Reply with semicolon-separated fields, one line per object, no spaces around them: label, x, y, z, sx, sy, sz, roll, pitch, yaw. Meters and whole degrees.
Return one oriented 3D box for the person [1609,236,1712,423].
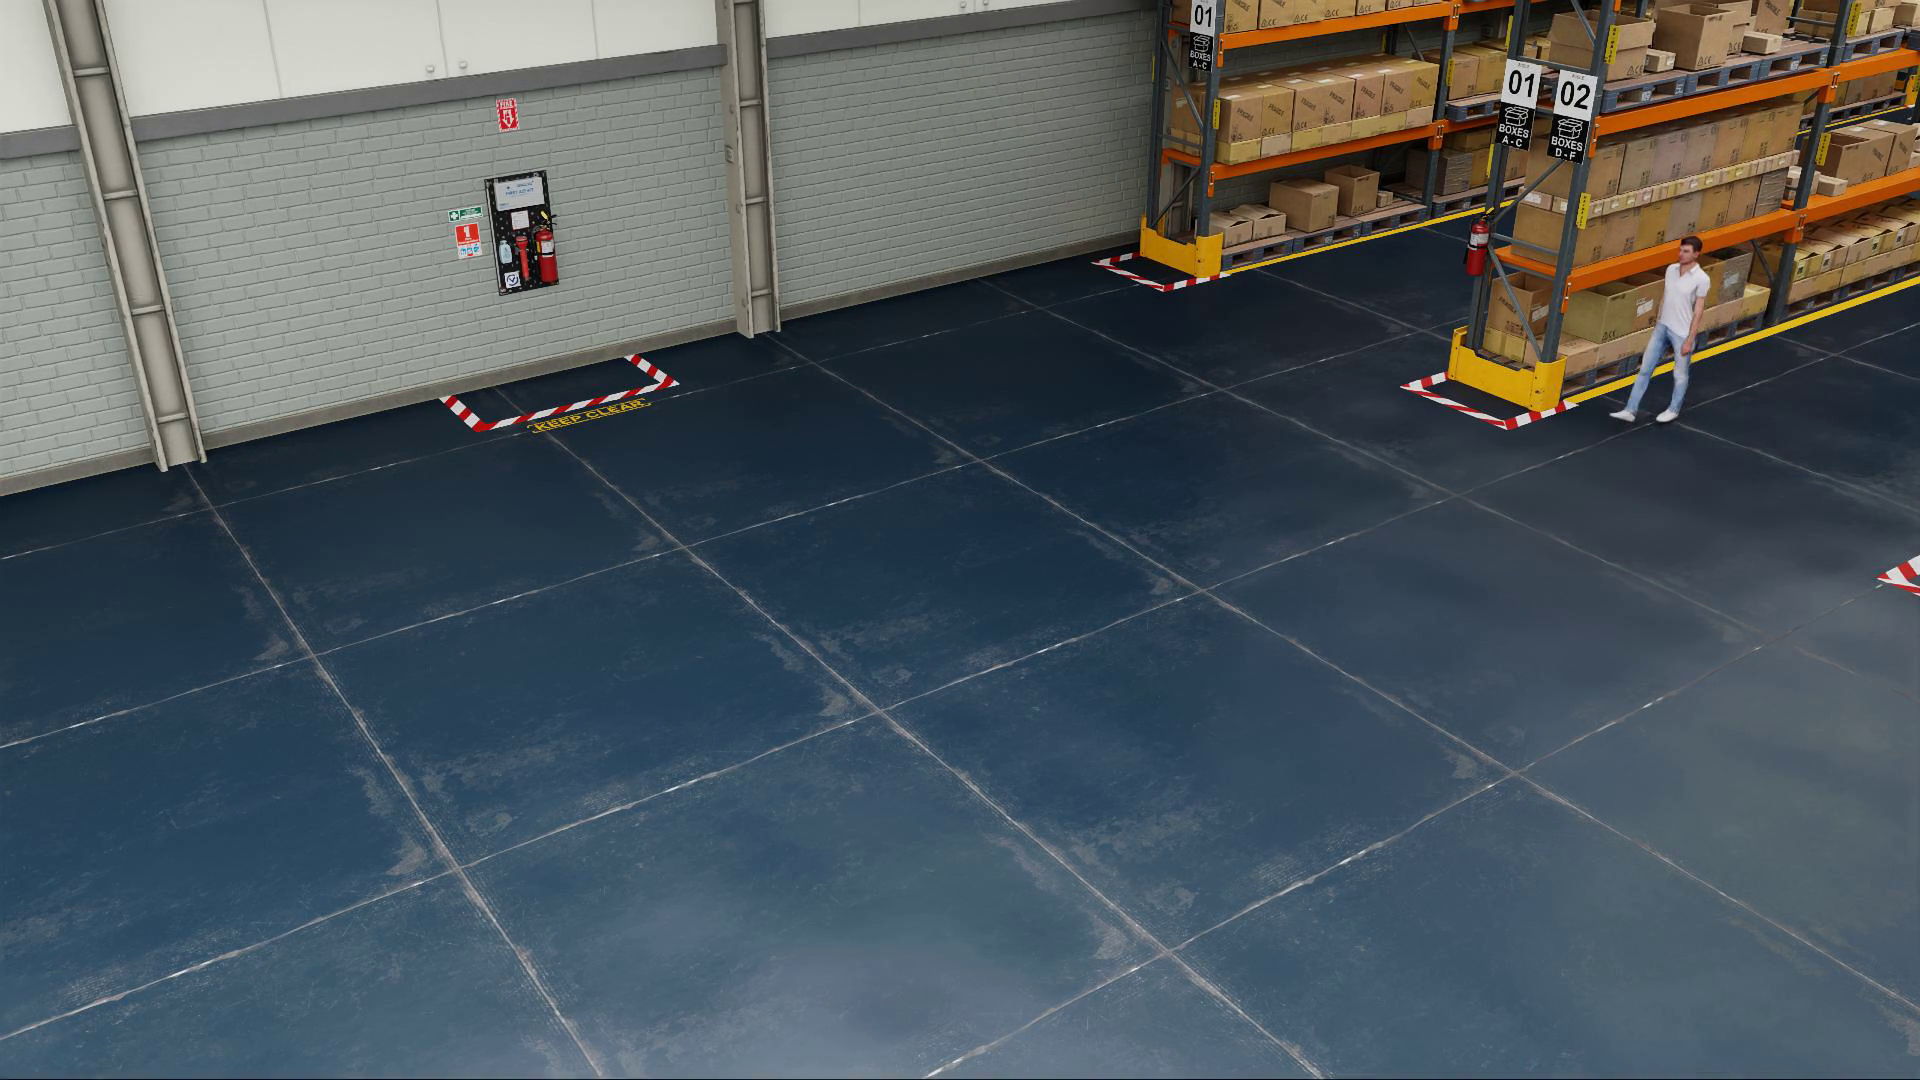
person;6.774;-1.957;15.601;1.017;1.826;0.722;-15;31;-27
